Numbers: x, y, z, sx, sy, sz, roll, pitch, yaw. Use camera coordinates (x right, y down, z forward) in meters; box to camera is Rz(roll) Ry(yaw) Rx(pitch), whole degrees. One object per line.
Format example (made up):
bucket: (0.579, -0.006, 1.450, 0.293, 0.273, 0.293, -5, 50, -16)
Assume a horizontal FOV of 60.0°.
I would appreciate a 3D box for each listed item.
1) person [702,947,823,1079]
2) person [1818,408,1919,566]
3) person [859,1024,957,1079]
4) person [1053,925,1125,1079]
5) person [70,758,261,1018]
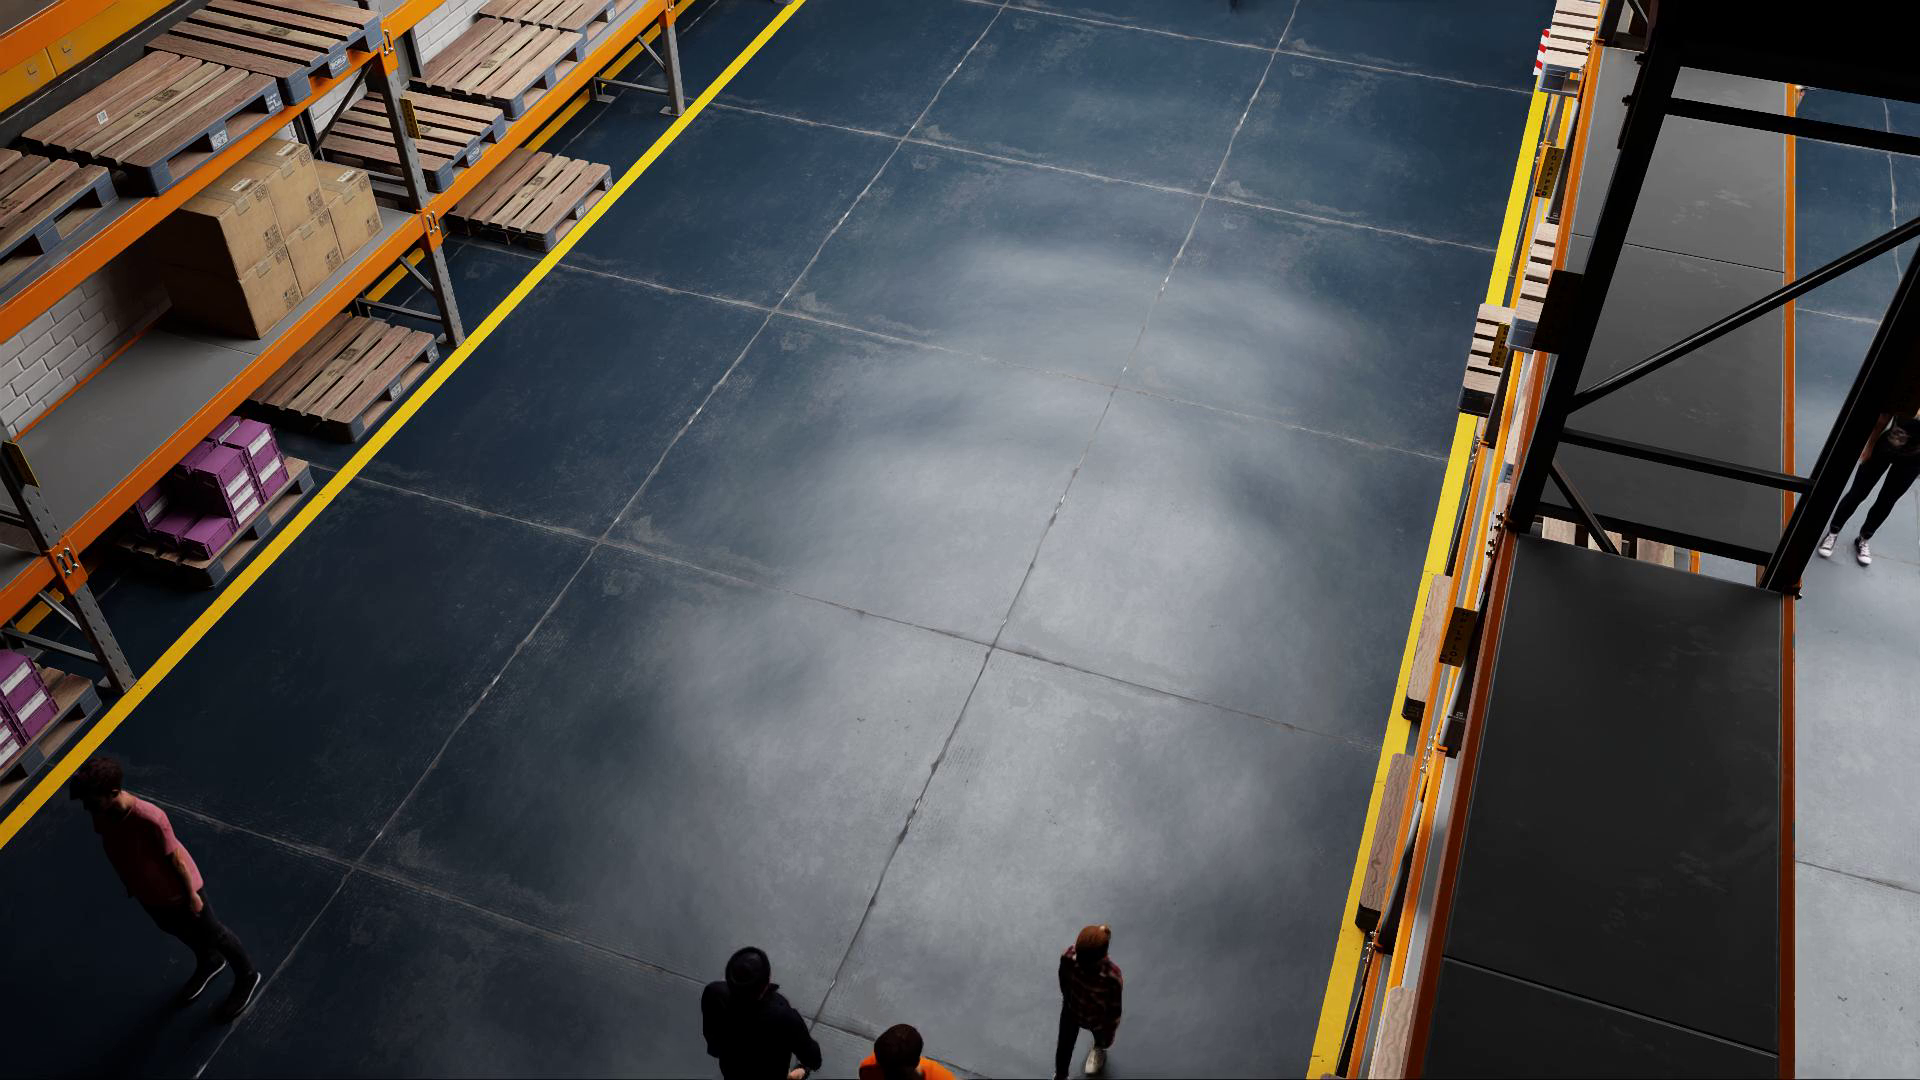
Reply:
person: (-1.016, 2.610, 8.091, 0.791, 1.626, 1.098, 19, 47, 19)
person: (6.377, -0.573, 11.329, 0.597, 1.769, 0.527, 15, 46, 15)
person: (-0.172, 2.764, 7.765, 0.683, 1.854, 1.048, 13, 45, 13)
person: (0.702, 2.358, 8.603, 0.582, 1.286, 0.759, 18, 46, 18)
person: (-4.153, 1.781, 8.722, 0.632, 1.956, 0.555, 12, 45, 13)
